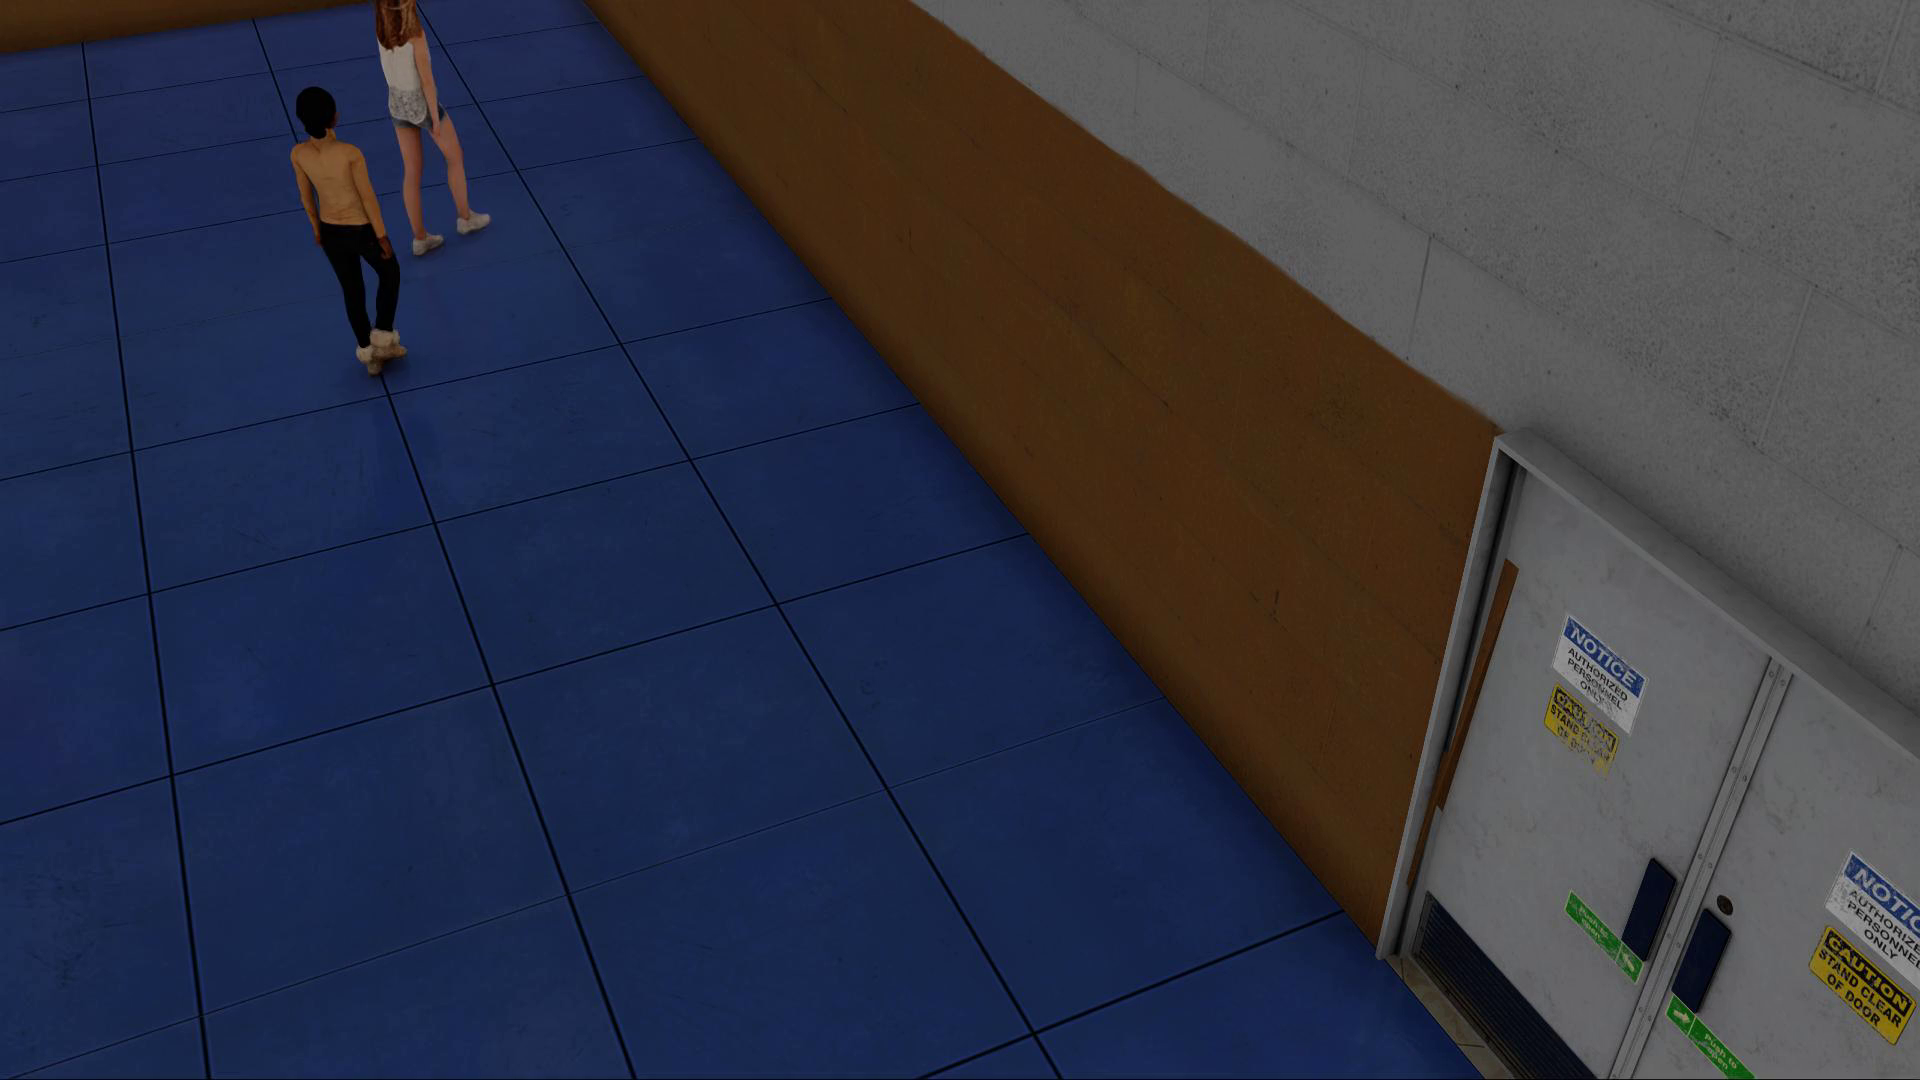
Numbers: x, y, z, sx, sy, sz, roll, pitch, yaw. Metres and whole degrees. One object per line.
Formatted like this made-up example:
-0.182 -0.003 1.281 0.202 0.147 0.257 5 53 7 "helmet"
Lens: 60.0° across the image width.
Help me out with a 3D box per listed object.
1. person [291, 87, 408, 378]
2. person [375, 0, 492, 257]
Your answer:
-3.324 -1.615 8.997 0.691 1.651 0.791 4 37 5 "person"
-3.392 -2.559 10.184 0.858 1.737 0.939 15 39 19 "person"
